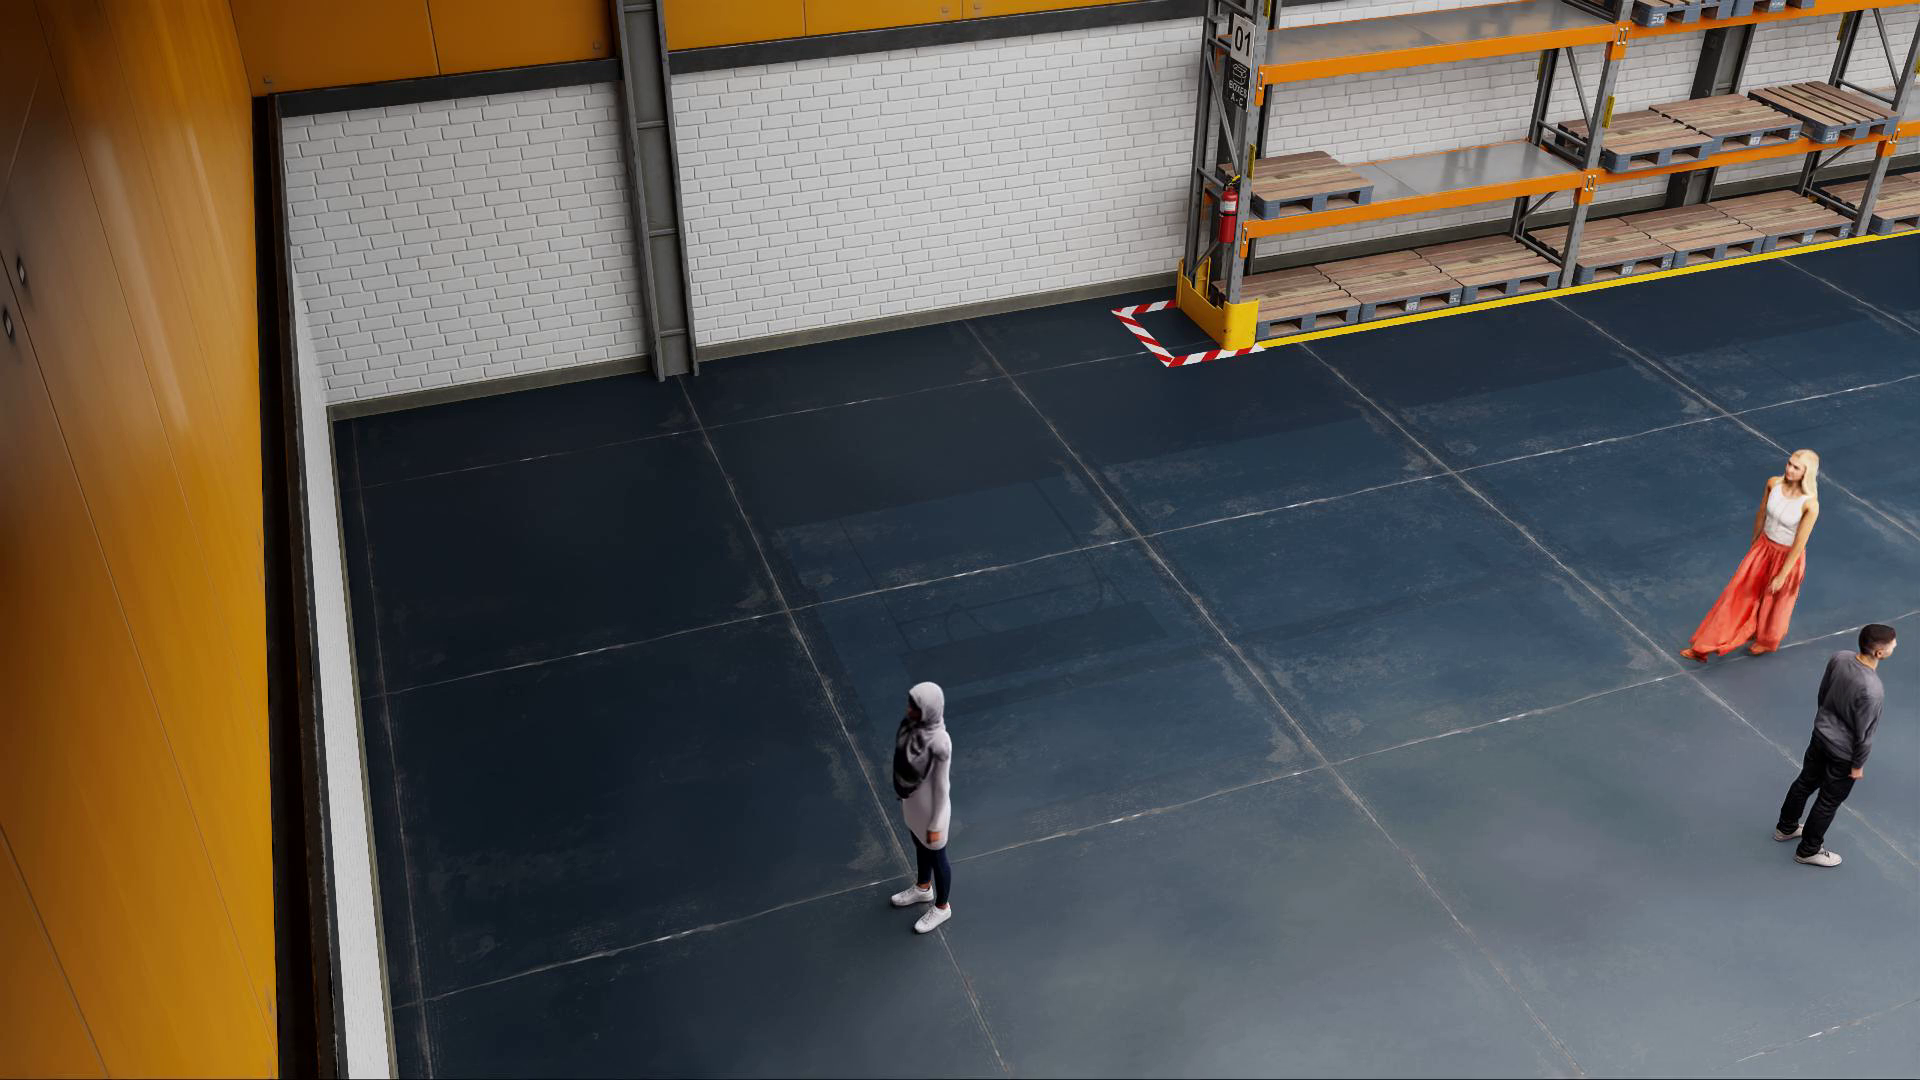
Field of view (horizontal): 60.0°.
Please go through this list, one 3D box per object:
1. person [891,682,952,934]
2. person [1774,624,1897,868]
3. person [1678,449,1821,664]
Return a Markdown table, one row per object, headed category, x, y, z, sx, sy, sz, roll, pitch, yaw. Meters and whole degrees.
| category | x | y | z | sx | sy | sz | roll | pitch | yaw |
| --- | --- | --- | --- | --- | --- | --- | --- | --- | --- |
| person | -0.196 | 1.543 | 9.728 | 0.577 | 1.775 | 0.645 | -17 | 37 | -24 |
| person | 5.386 | 1.240 | 10.196 | 0.592 | 1.761 | 0.653 | -6 | 34 | -8 |
| person | 5.888 | 0.136 | 11.857 | 1.208 | 1.761 | 0.685 | -14 | 36 | -20 |
